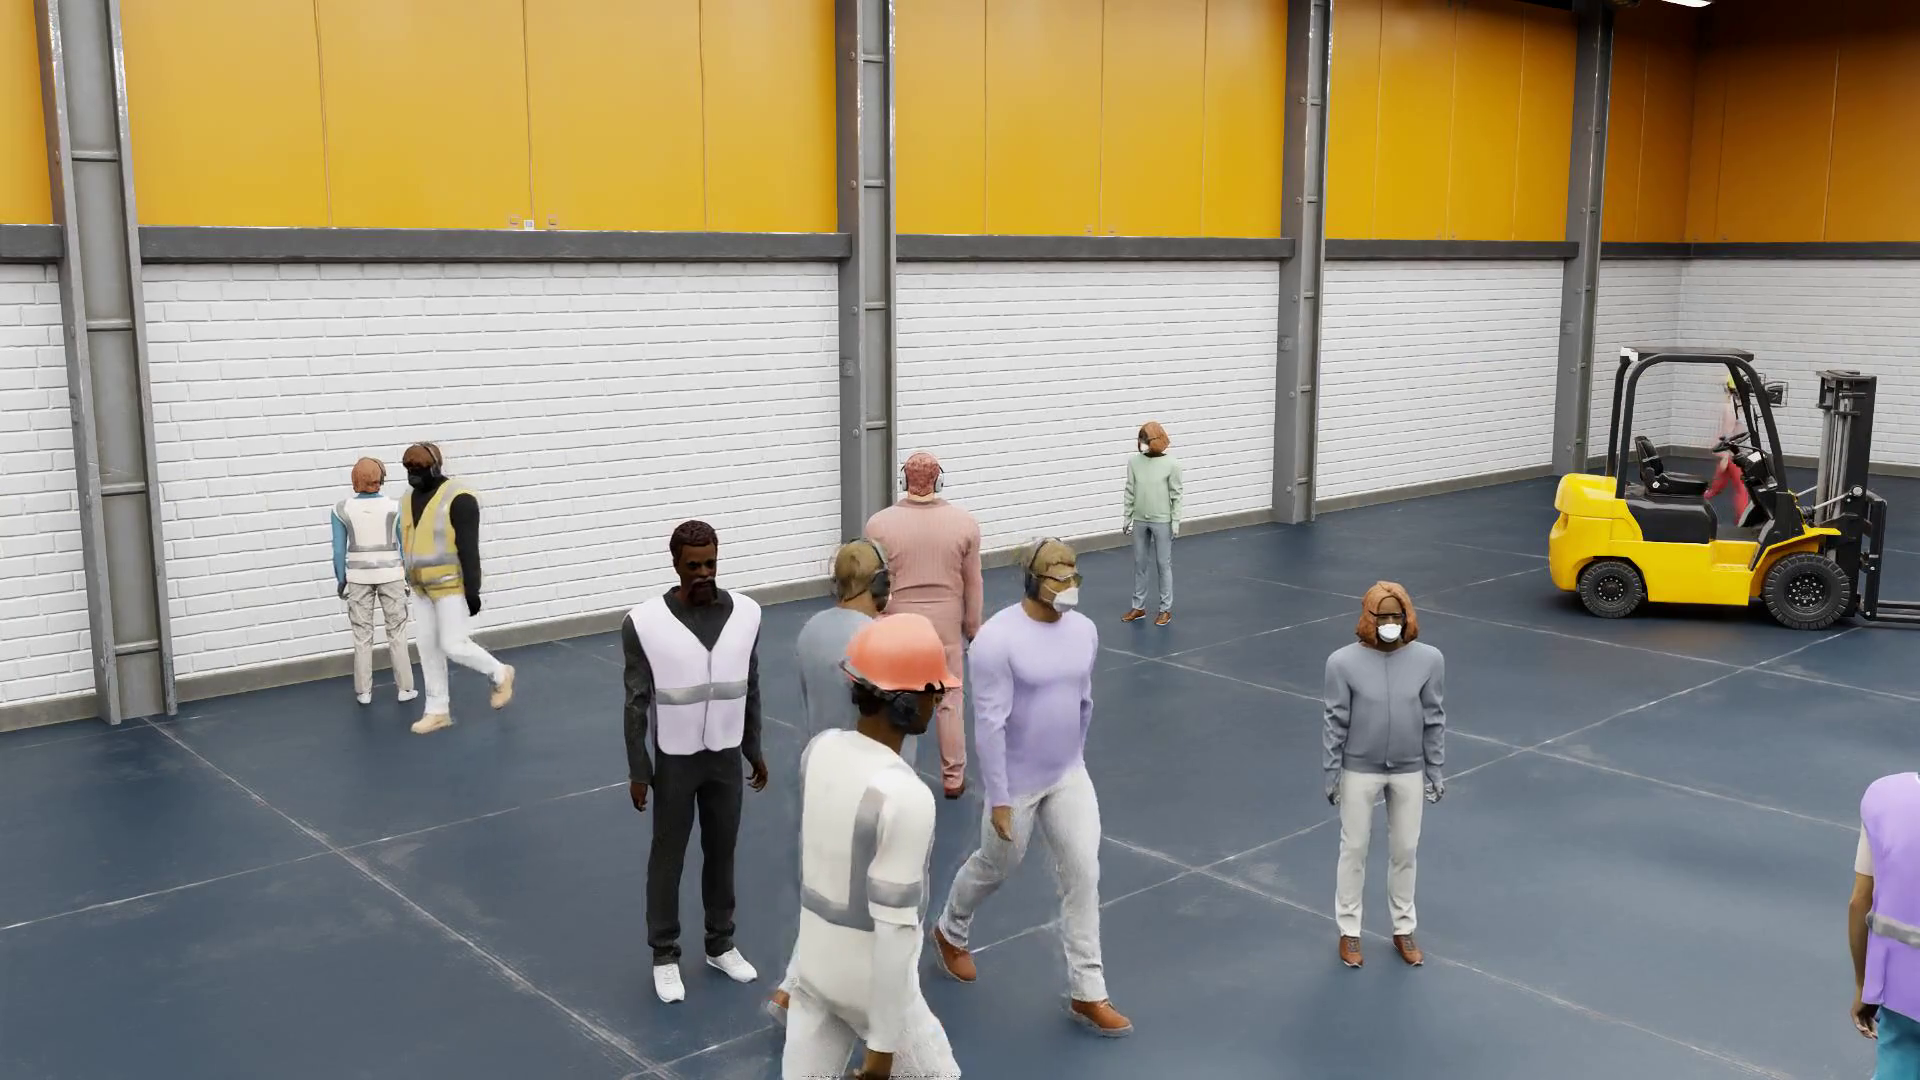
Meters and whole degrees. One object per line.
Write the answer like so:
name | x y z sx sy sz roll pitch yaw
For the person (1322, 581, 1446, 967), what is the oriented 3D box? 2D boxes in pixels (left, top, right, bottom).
person | 1.751 0.966 6.900 0.503 1.626 0.281 0 10 0

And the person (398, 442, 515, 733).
person | -3.166 0.279 10.358 0.649 1.820 0.610 6 11 31

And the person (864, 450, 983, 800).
person | -0.205 0.468 8.994 0.654 1.906 0.407 -1 10 -8

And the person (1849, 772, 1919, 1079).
person | 2.629 1.277 4.433 0.373 1.843 0.570 -5 11 -25

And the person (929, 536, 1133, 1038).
person | 0.247 0.909 6.499 0.640 1.900 0.984 -7 12 -35

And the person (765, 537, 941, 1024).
person | -0.425 0.954 6.146 0.597 1.916 0.665 -7 12 -35

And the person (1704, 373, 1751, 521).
person | 8.089 -0.908 17.562 0.861 1.733 0.524 5 11 29

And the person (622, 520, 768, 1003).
person | -1.060 0.860 6.664 0.596 1.916 0.373 -7 12 -34

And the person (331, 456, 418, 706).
person | -3.829 0.274 10.902 0.512 1.642 0.312 -2 10 -12

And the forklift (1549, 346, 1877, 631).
forklift | 6.109 -0.478 13.691 2.313 2.155 1.214 3 10 16

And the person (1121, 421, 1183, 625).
person | 1.533 -0.136 13.323 0.509 1.632 0.275 7 12 34

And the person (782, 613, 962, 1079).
person | -0.202 1.177 4.601 1.030 1.983 0.621 -7 12 -36
